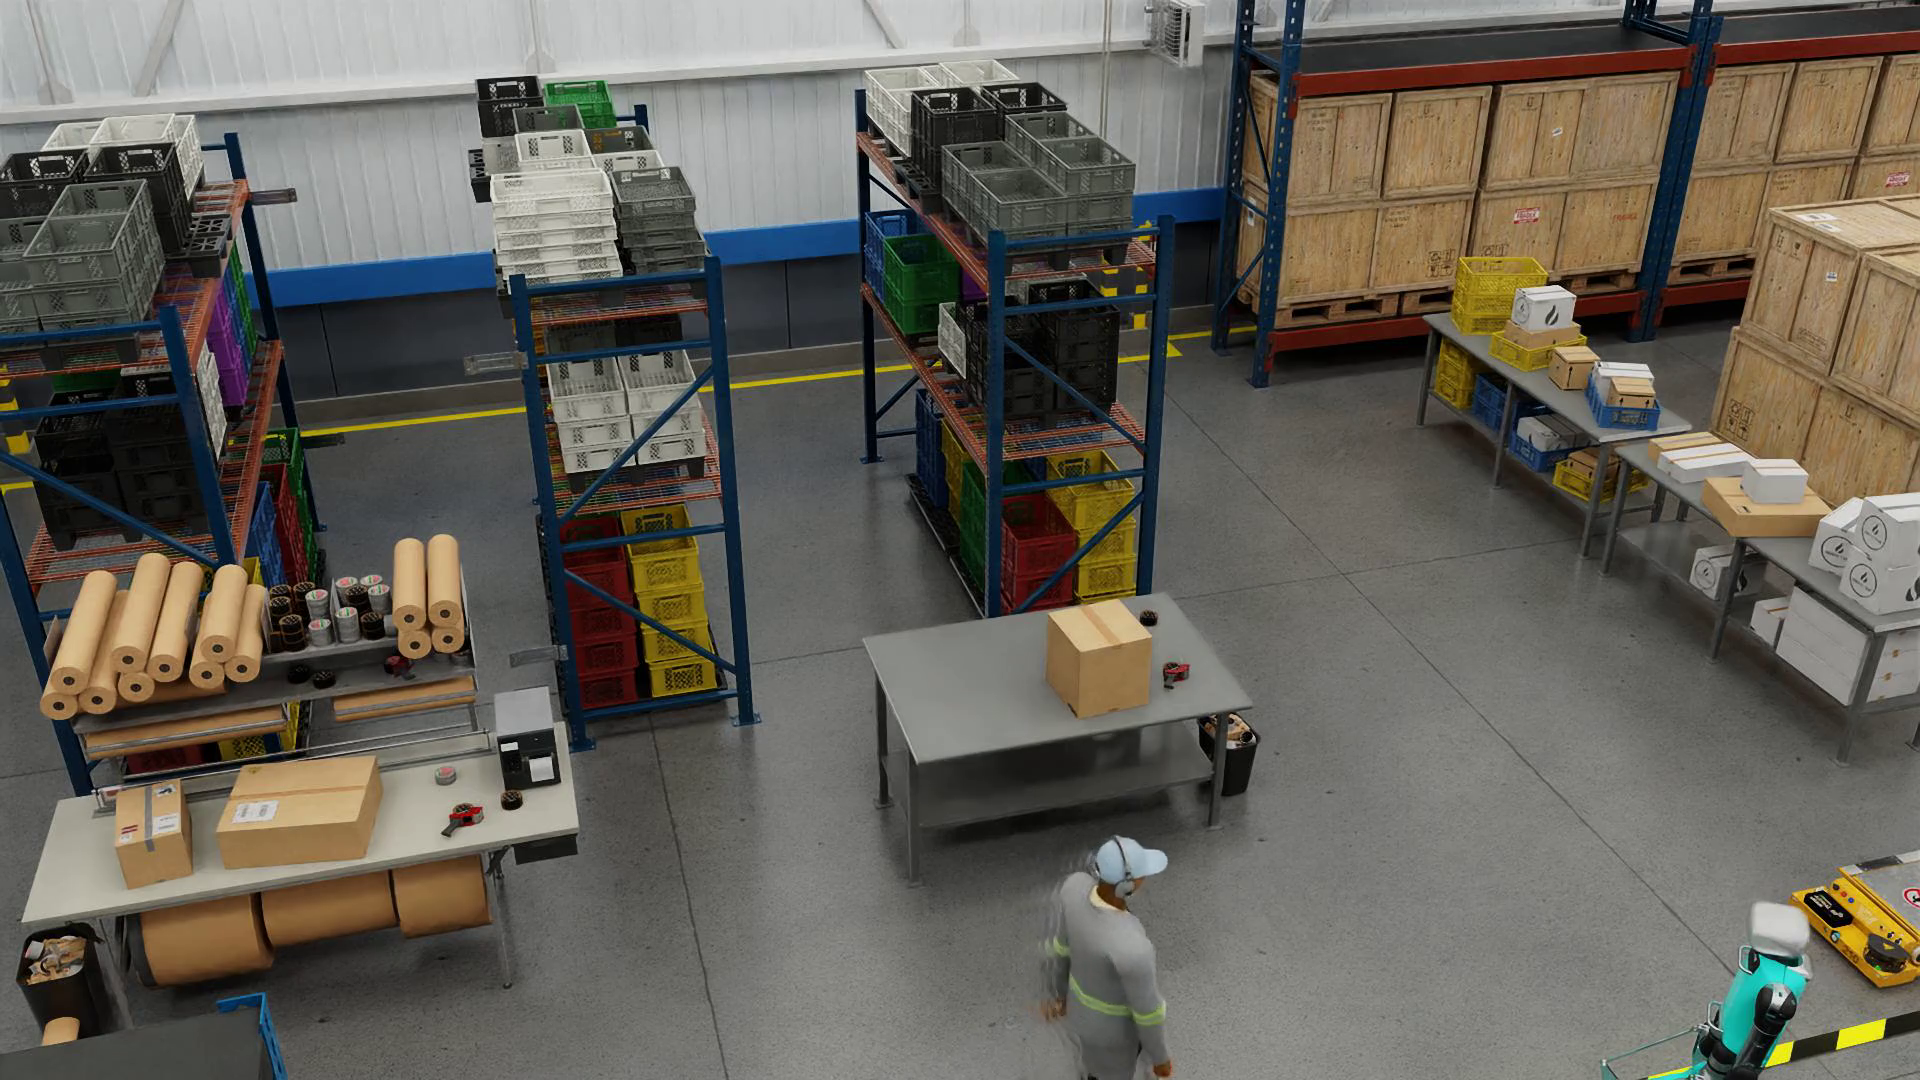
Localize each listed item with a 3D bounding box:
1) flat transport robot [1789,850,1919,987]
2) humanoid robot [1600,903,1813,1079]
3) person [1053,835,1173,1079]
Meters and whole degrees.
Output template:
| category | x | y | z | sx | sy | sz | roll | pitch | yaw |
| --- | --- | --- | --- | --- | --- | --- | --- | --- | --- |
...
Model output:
| category | x | y | z | sx | sy | sz | roll | pitch | yaw |
| --- | --- | --- | --- | --- | --- | --- | --- | --- | --- |
| flat transport robot | 5.163 | 1.916 | 8.676 | 1.431 | 0.231 | 0.659 | -8 | 30 | -14 |
| humanoid robot | 2.864 | 2.099 | 6.674 | 0.735 | 1.681 | 0.533 | 12 | 31 | 21 |
| person | 0.652 | 1.979 | 6.933 | 0.438 | 1.837 | 0.591 | -10 | 30 | -17 |
